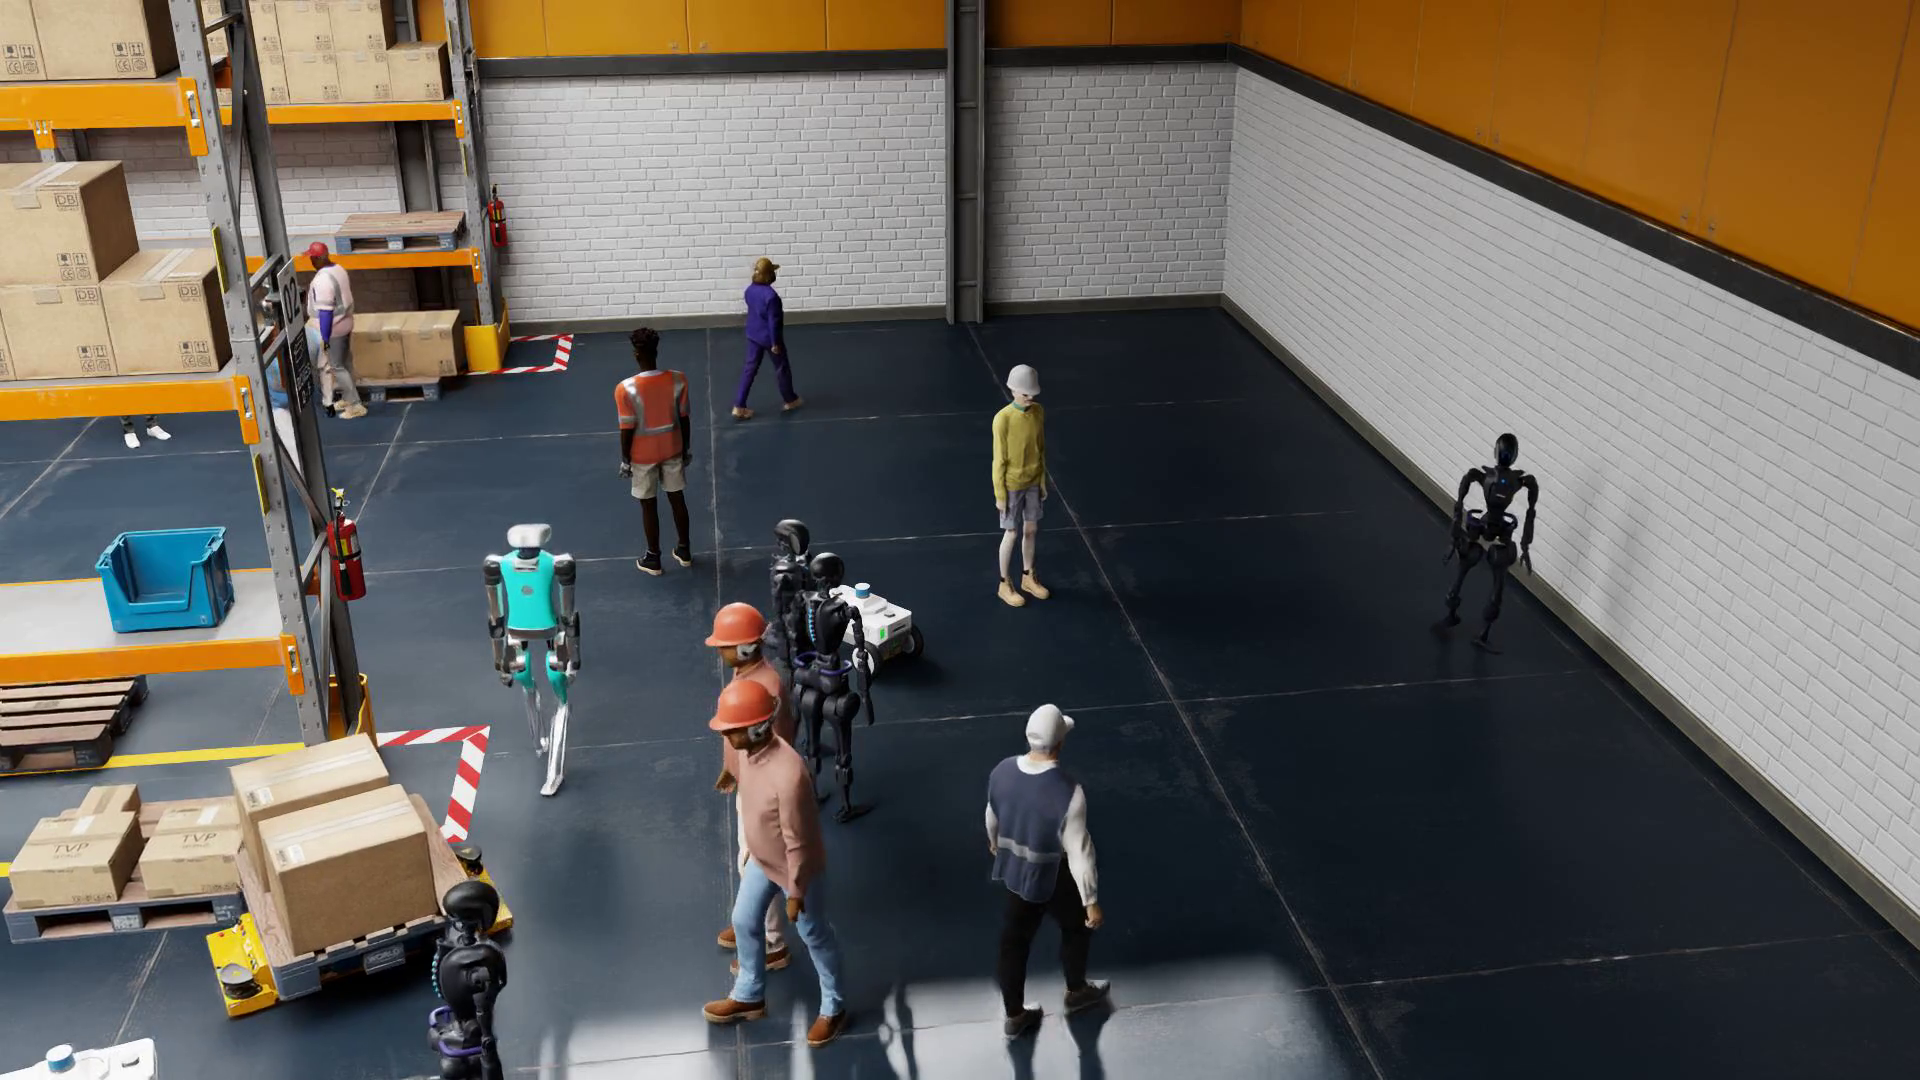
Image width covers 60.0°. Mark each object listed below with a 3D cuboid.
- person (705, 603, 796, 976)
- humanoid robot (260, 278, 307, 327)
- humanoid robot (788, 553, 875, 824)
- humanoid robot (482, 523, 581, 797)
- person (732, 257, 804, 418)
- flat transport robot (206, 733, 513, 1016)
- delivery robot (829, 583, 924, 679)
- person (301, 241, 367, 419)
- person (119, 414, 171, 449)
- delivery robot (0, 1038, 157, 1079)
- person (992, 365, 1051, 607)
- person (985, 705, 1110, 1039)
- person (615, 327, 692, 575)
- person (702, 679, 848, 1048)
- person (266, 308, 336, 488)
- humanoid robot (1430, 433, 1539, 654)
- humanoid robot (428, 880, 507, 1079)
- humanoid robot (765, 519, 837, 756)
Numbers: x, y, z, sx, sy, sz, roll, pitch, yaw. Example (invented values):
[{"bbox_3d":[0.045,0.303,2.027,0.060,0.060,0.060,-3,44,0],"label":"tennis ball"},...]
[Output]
[{"bbox_3d":[-1.056,1.244,8.436,0.455,1.982,0.619,-8,25,-17],"label":"person"},{"bbox_3d":[-6.323,-1.607,15.238,0.795,1.782,0.557,7,25,15],"label":"humanoid robot"},{"bbox_3d":[-0.774,0.844,9.707,0.599,1.655,0.315,16,28,31],"label":"humanoid robot"},{"bbox_3d":[-2.532,0.647,10.136,0.558,1.791,0.875,-2,24,-4],"label":"humanoid robot"},{"bbox_3d":[-1.927,-1.986,16.277,0.468,1.582,0.826,20,31,38],"label":"person"},{"bbox_3d":[-3.164,2.028,8.776,1.431,0.231,0.659,-14,27,-28],"label":"flat transport robot"},{"bbox_3d":[-0.661,0.608,11.680,0.811,0.613,0.499,20,30,37],"label":"delivery robot"},{"bbox_3d":[-6.117,-2.053,16.247,0.430,1.752,0.625,0,24,-1],"label":"person"},{"bbox_3d":[-7.742,-1.795,15.502,0.315,1.865,0.521,18,30,36],"label":"person"},{"bbox_3d":[-3.935,2.509,7.340,0.806,0.608,0.499,-10,26,-22],"label":"delivery robot"},{"bbox_3d":[0.439,-0.413,12.344,0.487,1.880,0.412,-19,30,-36],"label":"person"},{"bbox_3d":[0.462,1.565,8.005,0.776,1.728,0.744,18,29,35],"label":"person"},{"bbox_3d":[-2.354,-0.687,12.853,0.612,1.961,0.363,-16,28,-32],"label":"person"},{"bbox_3d":[-0.874,1.529,7.820,0.666,1.957,0.617,-16,28,-32],"label":"person"},{"bbox_3d":[-5.624,-1.150,14.126,0.623,1.782,0.982,-20,31,-38],"label":"person"},{"bbox_3d":[3.709,-0.009,11.673,0.612,1.647,0.466,5,24,11],"label":"humanoid robot"},{"bbox_3d":[-2.030,2.139,6.782,0.469,1.645,0.611,-13,27,-26],"label":"humanoid robot"},{"bbox_3d":[-0.993,0.648,10.172,0.322,1.651,0.605,7,25,15],"label":"humanoid robot"}]
